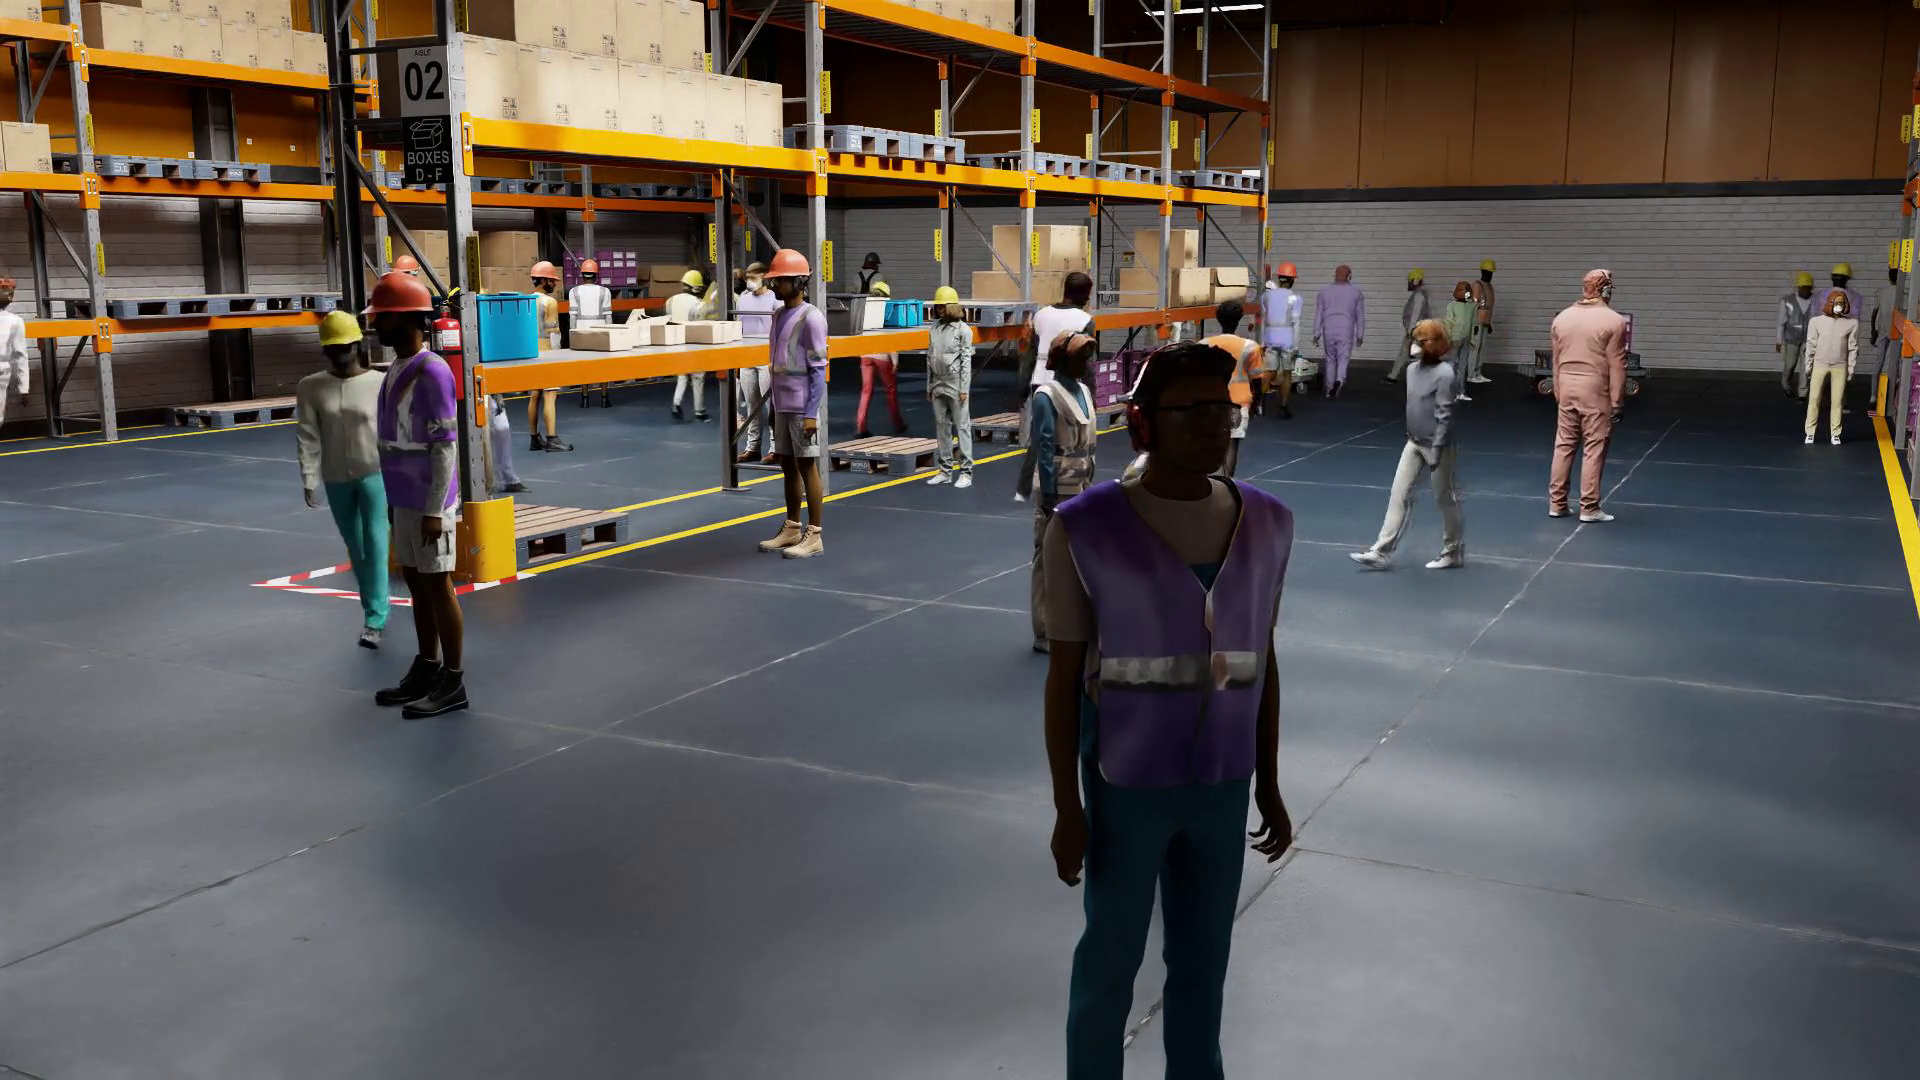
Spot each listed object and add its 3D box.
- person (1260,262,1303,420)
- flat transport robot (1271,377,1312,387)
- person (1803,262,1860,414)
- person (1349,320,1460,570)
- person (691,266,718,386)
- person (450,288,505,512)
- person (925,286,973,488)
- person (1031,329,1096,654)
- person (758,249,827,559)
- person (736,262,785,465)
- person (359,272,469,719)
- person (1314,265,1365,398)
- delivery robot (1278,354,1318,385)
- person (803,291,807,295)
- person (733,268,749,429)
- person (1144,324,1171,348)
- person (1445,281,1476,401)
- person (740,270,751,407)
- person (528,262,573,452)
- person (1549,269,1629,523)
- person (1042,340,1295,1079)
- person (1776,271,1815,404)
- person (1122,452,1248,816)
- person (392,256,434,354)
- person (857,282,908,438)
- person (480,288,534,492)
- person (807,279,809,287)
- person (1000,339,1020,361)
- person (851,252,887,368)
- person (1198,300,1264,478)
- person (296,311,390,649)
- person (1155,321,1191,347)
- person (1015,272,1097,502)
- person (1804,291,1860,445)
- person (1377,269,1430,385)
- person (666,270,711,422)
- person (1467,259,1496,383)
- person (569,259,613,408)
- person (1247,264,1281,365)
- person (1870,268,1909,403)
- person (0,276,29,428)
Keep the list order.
[{"bbox_3d":[3.847,-2.391,20.070,0.561,1.916,0.581,7,12,35],"label":"person"},{"bbox_3d":[4.708,-2.467,25.277,0.652,0.197,1.431,-9,14,-43],"label":"flat transport robot"},{"bbox_3d":[10.903,-2.510,20.791,0.474,1.919,0.616,-9,14,-43],"label":"person"},{"bbox_3d":[2.870,-0.580,10.489,0.816,1.589,0.524,-4,10,-20],"label":"person"},{"bbox_3d":[-3.793,-3.259,25.403,0.795,1.822,0.535,3,10,17],"label":"person"},{"bbox_3d":[-3.840,-1.148,13.032,0.514,1.865,0.327,-3,10,-14],"label":"person"},{"bbox_3d":[-0.104,-1.323,14.406,0.487,1.741,0.315,8,13,40],"label":"person"},{"bbox_3d":[0.530,-0.245,8.454,0.310,1.640,0.514,5,11,29],"label":"person"},{"bbox_3d":[-1.115,-0.898,11.065,0.373,2.044,0.606,-7,12,-34],"label":"person"},{"bbox_3d":[-1.913,-1.691,15.961,0.638,1.937,0.356,6,12,33],"label":"person"},{"bbox_3d":[-2.390,-0.192,7.280,0.362,1.939,0.542,-8,12,-37],"label":"person"},{"bbox_3d":[5.234,-2.866,22.986,0.686,1.871,0.791,5,11,25],"label":"person"},{"bbox_3d":[4.902,-2.454,24.110,0.477,0.478,0.707,7,12,36],"label":"delivery robot"},{"bbox_3d":[-1.753,-1.976,18.477,0.307,1.641,0.513,-5,11,-28],"label":"person"},{"bbox_3d":[-2.576,-2.212,19.255,0.429,1.843,0.633,0,10,0],"label":"person"},{"bbox_3d":[3.305,-3.649,27.385,0.871,1.910,0.626,2,10,12],"label":"person"},{"bbox_3d":[6.846,-2.713,22.752,0.500,1.636,0.280,-5,11,-27],"label":"person"},{"bbox_3d":[-2.769,-2.666,22.015,0.535,1.791,0.952,6,11,30],"label":"person"},{"bbox_3d":[-4.231,-1.859,16.951,0.543,1.932,0.376,8,13,39],"label":"person"},{"bbox_3d":[4.762,-1.083,12.561,0.398,1.901,0.645,-6,11,-31],"label":"person"},{"bbox_3d":[0.429,0.511,3.466,0.564,1.850,0.390,-5,11,-25],"label":"person"},{"bbox_3d":[11.398,-2.749,22.552,0.616,1.788,0.834,4,11,23],"label":"person"},{"bbox_3d":[0.693,0.237,5.752,0.424,1.607,0.622,8,13,39],"label":"person"},{"bbox_3d":[-6.545,-2.389,19.864,0.608,1.987,0.391,4,10,20],"label":"person"},{"bbox_3d":[-0.881,-1.980,18.314,0.568,1.699,0.912,5,11,28],"label":"person"},{"bbox_3d":[-4.076,-1.242,13.984,0.839,1.743,0.526,3,10,16],"label":"person"},{"bbox_3d":[-1.794,-2.164,18.978,0.629,1.843,0.429,0,10,2],"label":"person"},{"bbox_3d":[0.970,-4.345,31.322,0.638,1.938,0.356,-2,10,-12],"label":"person"},{"bbox_3d":[-1.536,-4.019,29.141,0.683,2.000,0.536,5,11,25],"label":"person"},{"bbox_3d":[2.136,-1.081,13.261,0.543,1.649,0.887,3,10,17],"label":"person"},{"bbox_3d":[-3.100,-0.294,8.485,0.522,1.724,0.895,-1,10,-3],"label":"person"},{"bbox_3d":[3.432,-3.508,26.713,0.531,1.853,0.373,5,11,28],"label":"person"},{"bbox_3d":[0.799,-1.201,13.310,0.629,1.873,0.448,9,13,41],"label":"person"},{"bbox_3d":[9.201,-1.815,17.584,0.498,1.629,0.276,4,11,21],"label":"person"},{"bbox_3d":[6.897,-3.229,25.321,0.919,1.783,0.612,2,10,11],"label":"person"},{"bbox_3d":[-3.188,-2.295,19.804,0.614,1.817,0.473,6,11,30],"label":"person"},{"bbox_3d":[8.167,-3.416,25.987,0.384,1.924,0.589,8,13,39],"label":"person"},{"bbox_3d":[-4.810,-2.684,21.710,0.551,1.935,0.372,-2,10,-11],"label":"person"},{"bbox_3d":[4.876,-3.502,26.708,0.951,1.834,0.605,4,11,22],"label":"person"},{"bbox_3d":[12.512,-2.760,22.355,0.309,1.868,0.534,-6,12,-33],"label":"person"},{"bbox_3d":[-8.213,-1.308,14.044,0.477,1.832,0.667,7,12,35],"label":"person"}]
